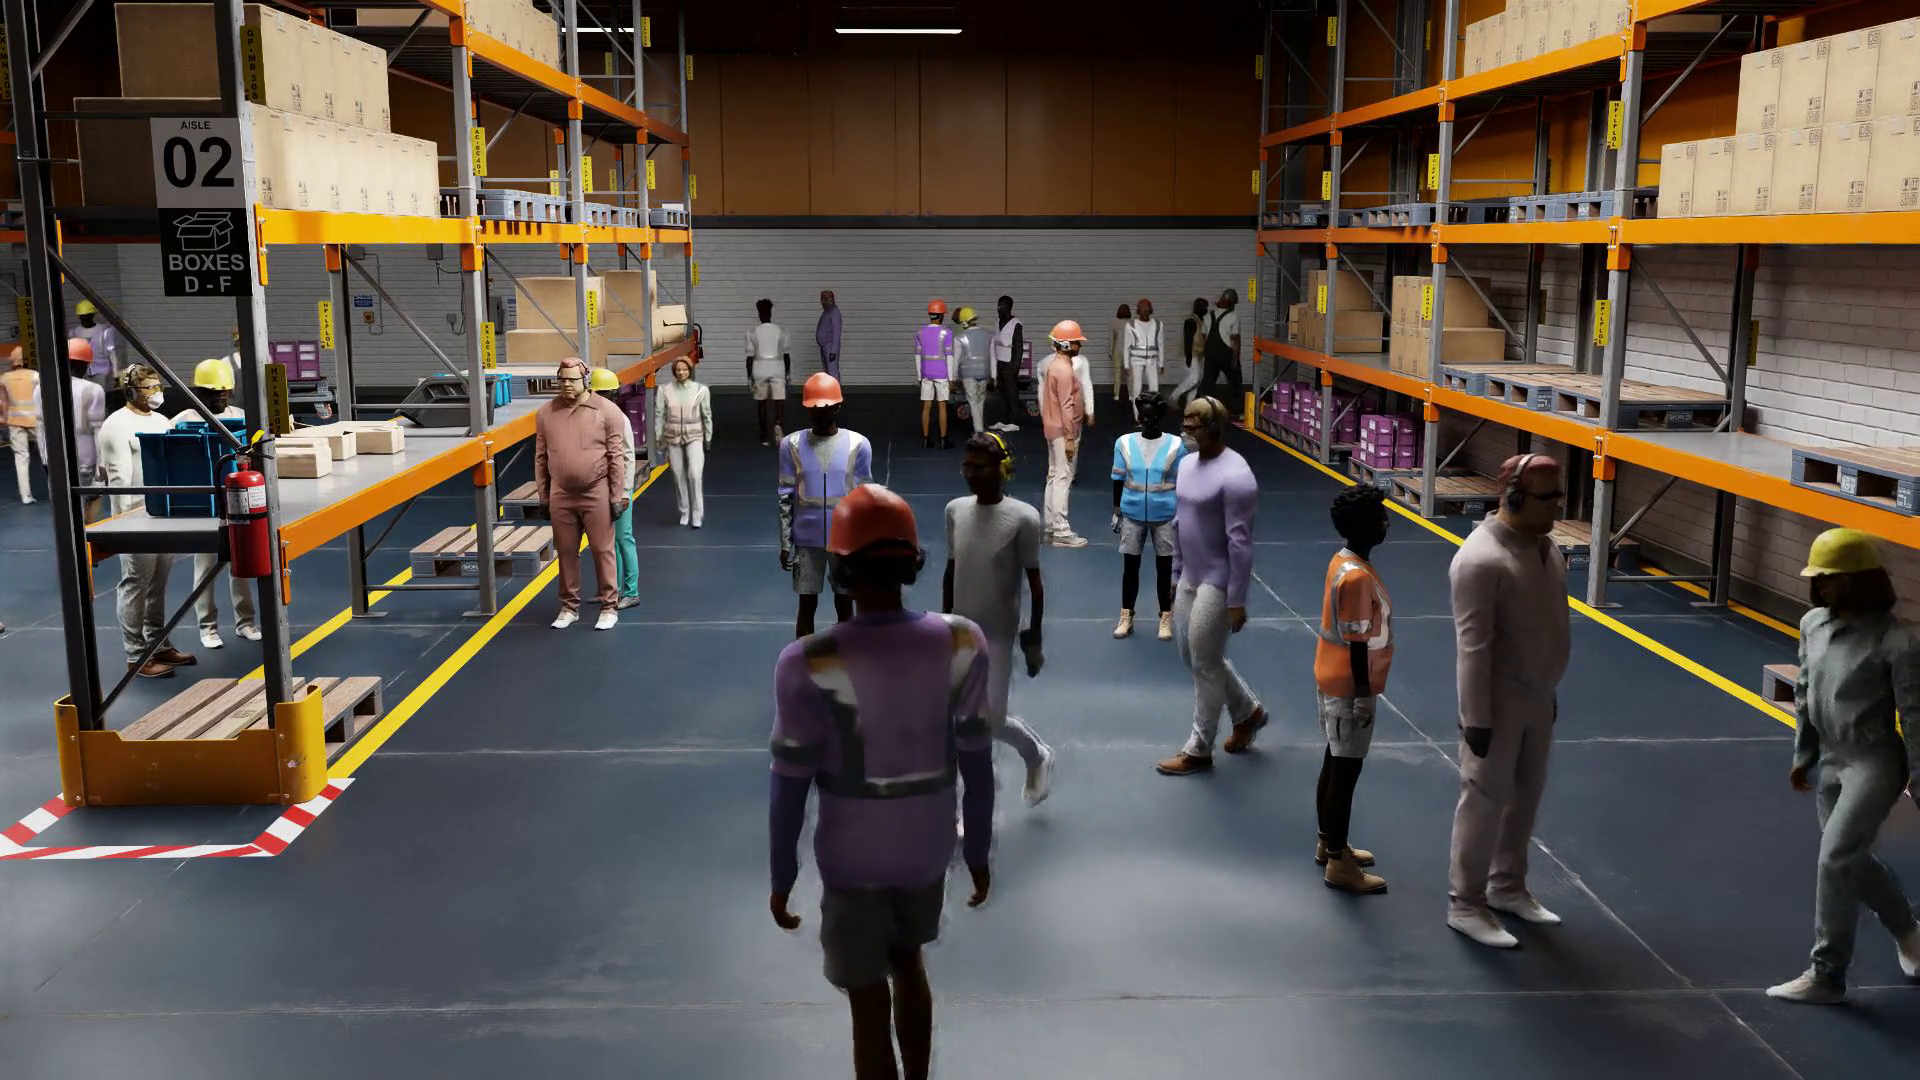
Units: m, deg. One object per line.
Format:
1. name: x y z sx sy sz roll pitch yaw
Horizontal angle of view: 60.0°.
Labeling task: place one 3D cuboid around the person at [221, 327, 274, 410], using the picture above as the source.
1. person: -7.258 -1.286 17.066 0.529 1.846 0.361 -6 12 -31

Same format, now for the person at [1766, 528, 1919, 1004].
1. person: 3.244 0.787 5.883 0.706 1.704 0.489 -2 10 -10

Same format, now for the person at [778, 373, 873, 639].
1. person: -0.779 -0.005 9.663 0.552 1.935 0.369 0 10 -2

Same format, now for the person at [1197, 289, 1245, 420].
1. person: 3.978 -2.784 24.855 1.079 2.000 0.718 -9 14 -41

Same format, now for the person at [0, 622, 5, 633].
1. person: -6.849 -0.340 11.237 0.611 2.043 0.374 4 11 20

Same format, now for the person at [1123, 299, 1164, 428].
1. person: 2.655 -2.509 23.822 0.621 1.856 0.766 -1 10 -7

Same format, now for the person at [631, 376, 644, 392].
1. person: -4.984 -2.788 25.054 0.628 1.971 0.593 9 14 42

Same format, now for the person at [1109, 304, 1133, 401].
1. person: 2.764 -3.170 28.143 0.501 1.631 0.287 1 10 7

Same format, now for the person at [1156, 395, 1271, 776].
1. person: 1.311 0.220 8.448 0.642 1.929 0.652 -4 11 -19

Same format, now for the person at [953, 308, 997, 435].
1. person: 0.143 -2.240 22.518 0.614 1.789 0.854 -4 11 -22

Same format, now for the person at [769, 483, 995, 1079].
1. person: -0.244 0.849 4.641 0.635 2.029 0.524 -5 11 -26

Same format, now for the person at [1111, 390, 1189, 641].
1. person: 1.276 -0.161 11.202 0.539 1.695 0.318 3 11 16

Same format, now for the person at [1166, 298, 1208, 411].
1. person: 3.620 -2.900 26.134 0.559 1.815 0.658 4 11 20

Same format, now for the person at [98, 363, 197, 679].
1. person: -5.044 -0.125 10.325 0.376 1.940 0.627 1 10 3

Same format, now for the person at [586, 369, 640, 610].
1. person: -2.570 -0.368 12.166 0.324 1.767 0.533 -8 13 -39

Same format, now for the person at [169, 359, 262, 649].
1. person: -4.905 -0.241 11.041 0.393 1.918 0.582 9 14 42

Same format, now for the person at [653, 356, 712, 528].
1. person: -2.597 -0.900 15.546 0.527 1.609 0.747 0 10 -1

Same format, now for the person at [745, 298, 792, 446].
1. person: -2.500 -2.180 21.743 0.618 1.947 0.775 -2 10 -9

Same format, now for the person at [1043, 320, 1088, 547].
1. person: 0.921 -0.938 14.701 0.380 1.994 0.618 -2 10 -9

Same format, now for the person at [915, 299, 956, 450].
1. person: -0.312 -2.139 21.551 0.547 1.938 0.379 5 11 26

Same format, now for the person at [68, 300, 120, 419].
1. person: -11.558 -2.217 22.087 0.607 1.897 0.796 -1 10 -3

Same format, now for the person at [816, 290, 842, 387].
1. person: -2.120 -3.067 26.816 0.410 1.905 0.641 -4 11 -20

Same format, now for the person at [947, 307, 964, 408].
1. person: -0.005 -2.919 26.743 0.503 1.633 0.284 8 13 37

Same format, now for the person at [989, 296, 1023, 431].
1. person: 0.678 -2.511 23.676 0.377 1.917 0.599 -6 12 -32

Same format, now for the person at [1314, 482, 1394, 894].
1. person: 1.641 0.603 6.937 0.318 1.700 0.535 1 10 6

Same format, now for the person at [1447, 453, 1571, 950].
1. person: 2.122 0.608 6.380 0.648 1.898 0.398 -10 14 -44

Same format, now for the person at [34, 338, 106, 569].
1. person: -7.155 -0.668 13.430 0.569 1.909 0.418 -2 10 -11

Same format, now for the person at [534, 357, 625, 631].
1. person: -2.632 -0.312 11.503 0.636 1.900 0.402 1 10 5

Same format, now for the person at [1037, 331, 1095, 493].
1. person: 1.140 -1.398 17.929 0.630 1.766 0.910 2 10 9

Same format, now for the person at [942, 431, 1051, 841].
1. person: 0.143 0.415 7.560 0.516 1.856 0.551 7 13 36

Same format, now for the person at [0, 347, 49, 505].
1. person: -9.580 -1.188 17.174 0.529 1.599 0.812 -2 10 -11
